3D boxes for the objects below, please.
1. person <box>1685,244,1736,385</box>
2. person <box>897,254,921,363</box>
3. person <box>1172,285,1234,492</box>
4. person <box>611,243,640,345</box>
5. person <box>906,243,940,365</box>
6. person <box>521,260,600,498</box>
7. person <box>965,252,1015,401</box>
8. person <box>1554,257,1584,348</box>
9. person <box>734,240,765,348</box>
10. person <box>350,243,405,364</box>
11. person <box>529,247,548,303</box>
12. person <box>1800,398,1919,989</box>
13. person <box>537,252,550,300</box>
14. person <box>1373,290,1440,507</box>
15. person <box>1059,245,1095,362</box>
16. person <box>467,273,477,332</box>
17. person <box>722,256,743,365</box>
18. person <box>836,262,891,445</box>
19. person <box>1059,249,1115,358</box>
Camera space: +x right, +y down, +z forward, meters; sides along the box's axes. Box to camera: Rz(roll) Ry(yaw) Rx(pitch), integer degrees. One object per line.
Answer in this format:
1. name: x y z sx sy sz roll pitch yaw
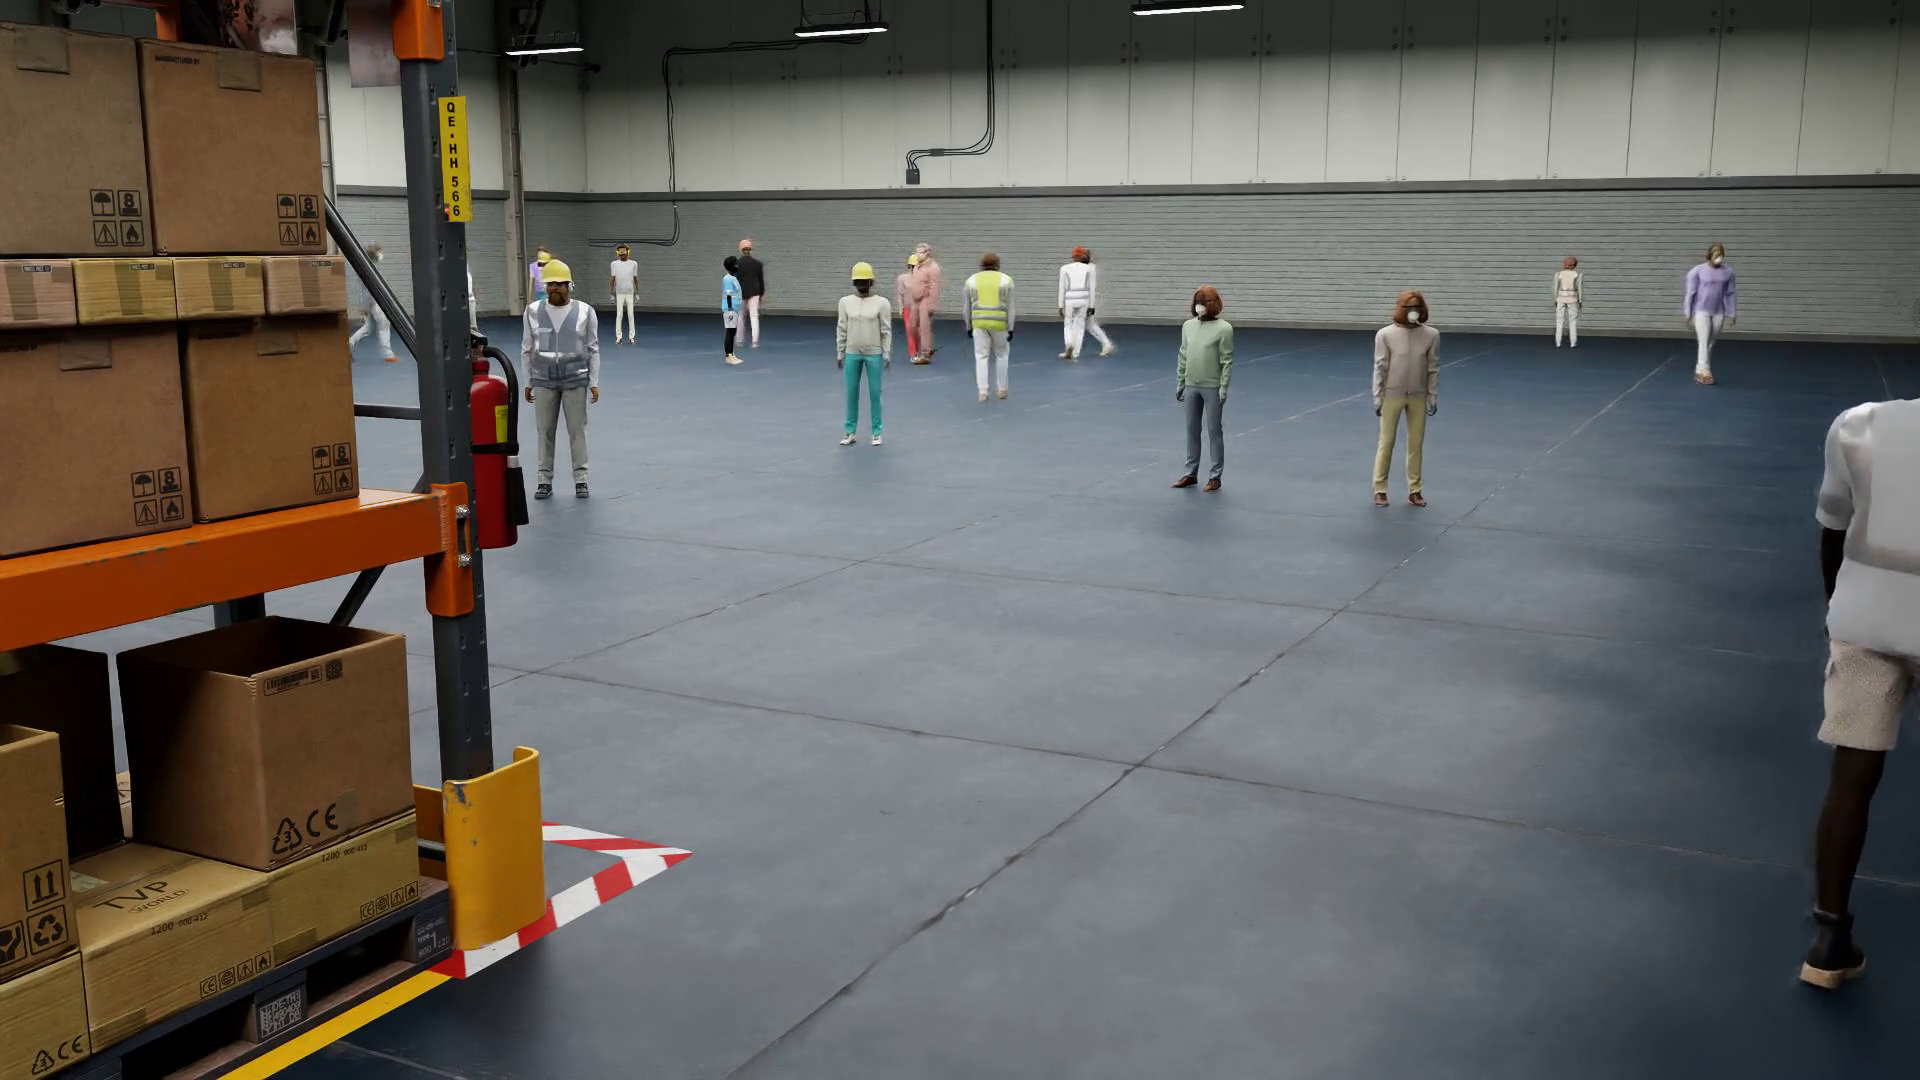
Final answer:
1. person: 10.277 -3.083 22.751 0.650 1.906 0.852 0 10 -2
2. person: -0.748 -3.727 26.765 0.532 1.731 0.873 -2 11 -10
3. person: 1.935 -1.207 13.229 0.500 1.635 0.287 10 14 42
4. person: -6.222 -4.559 30.876 0.532 1.868 0.310 -2 11 -10
5. person: -0.577 -3.698 26.088 0.414 1.893 0.676 -6 12 -31
6. person: -3.078 -1.232 12.823 0.588 1.835 0.403 -1 10 -8
7. person: 0.388 -2.627 20.510 0.636 1.809 0.828 2 11 9
8. person: 10.968 -4.280 29.991 0.520 1.638 0.343 7 12 33
9. person: -3.822 -4.426 29.968 0.646 1.939 1.046 -4 11 -21
10. person: -9.313 -3.703 26.148 0.928 1.909 0.632 -3 11 -15
11. person: -8.129 -4.832 32.577 0.590 1.799 0.983 2 11 11
12. person: 2.658 0.243 4.579 0.613 1.914 0.996 10 14 43
13. person: -7.648 -4.491 30.948 0.501 1.699 0.698 9 14 40
14. person: 3.327 -1.050 12.418 0.499 1.626 0.300 -1 10 -3
15. person: 1.862 -3.756 26.512 0.581 1.868 0.466 0 10 2
16. person: -6.162 -2.685 20.452 0.552 1.942 0.341 5 11 25
17. person: -3.569 -3.598 26.089 0.315 1.700 0.541 0 10 1
18. person: -0.934 -1.789 16.054 0.532 1.765 0.329 2 11 8
19. person: 2.129 -3.915 27.544 0.894 1.813 0.637 0 10 2
